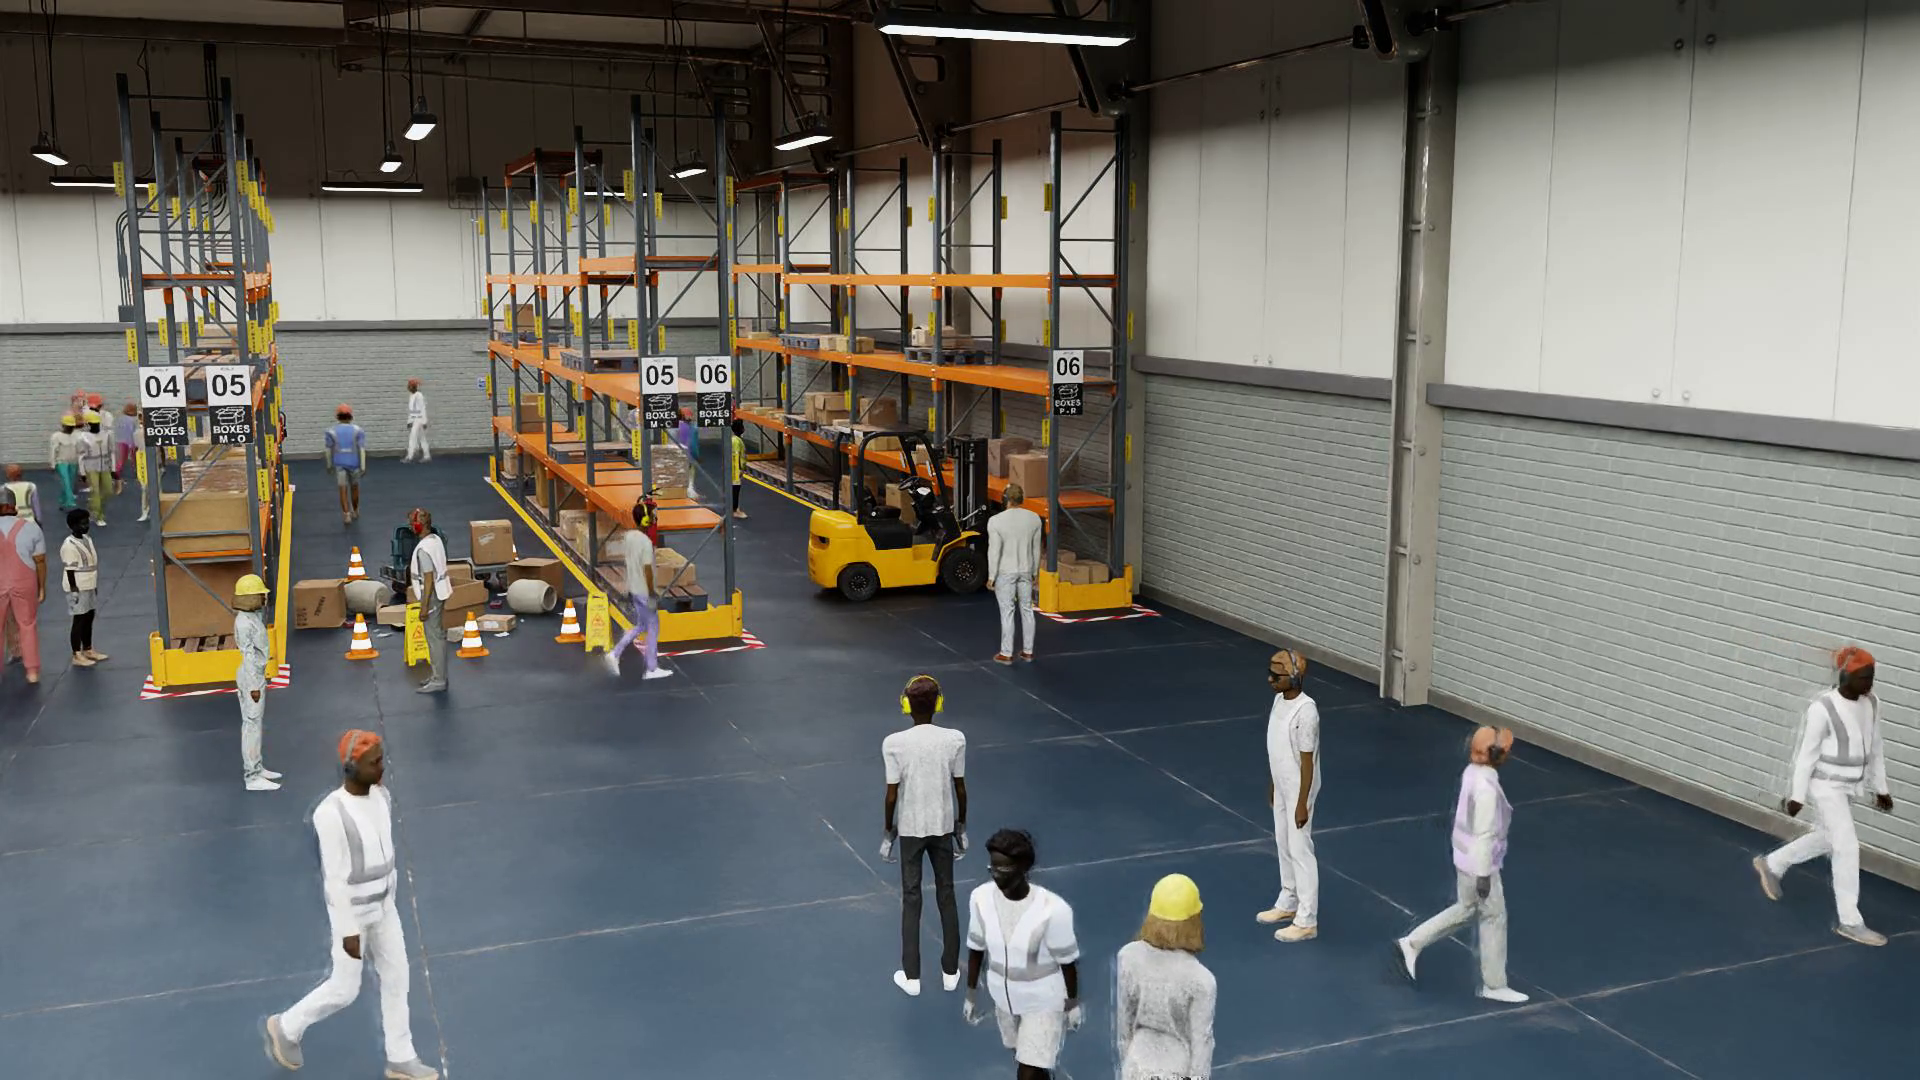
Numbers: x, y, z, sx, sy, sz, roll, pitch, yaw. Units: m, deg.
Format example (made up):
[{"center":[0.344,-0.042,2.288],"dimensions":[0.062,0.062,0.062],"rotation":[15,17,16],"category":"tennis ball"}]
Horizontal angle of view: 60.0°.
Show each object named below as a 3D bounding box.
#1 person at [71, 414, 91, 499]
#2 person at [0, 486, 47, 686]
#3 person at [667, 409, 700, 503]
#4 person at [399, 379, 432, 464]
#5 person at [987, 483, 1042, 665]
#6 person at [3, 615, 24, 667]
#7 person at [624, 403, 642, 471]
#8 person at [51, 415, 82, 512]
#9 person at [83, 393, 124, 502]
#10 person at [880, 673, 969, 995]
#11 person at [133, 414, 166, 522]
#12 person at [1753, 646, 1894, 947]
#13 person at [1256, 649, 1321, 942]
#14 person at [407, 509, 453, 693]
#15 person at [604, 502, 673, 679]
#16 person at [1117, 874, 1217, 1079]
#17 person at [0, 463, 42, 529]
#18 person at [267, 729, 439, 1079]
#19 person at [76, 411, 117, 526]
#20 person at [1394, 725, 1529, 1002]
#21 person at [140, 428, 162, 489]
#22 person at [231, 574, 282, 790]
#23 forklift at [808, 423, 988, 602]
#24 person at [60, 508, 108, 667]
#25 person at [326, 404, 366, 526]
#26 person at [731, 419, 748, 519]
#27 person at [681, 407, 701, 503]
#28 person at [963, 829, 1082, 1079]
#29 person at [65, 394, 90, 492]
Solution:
[{"center":[-16.185,-1.515,30.592],"dimensions":[0.507,1.593,0.825],"rotation":[-8,12,-43],"category":"person"},{"center":[-9.624,0.448,16.830],"dimensions":[0.685,2.000,0.535],"rotation":[-6,11,-33],"category":"person"},{"center":[-4.935,-1.420,29.333],"dimensions":[0.702,1.814,0.639],"rotation":[3,9,17],"category":"person"},{"center":[-12.049,-2.594,36.557],"dimensions":[0.875,1.848,0.619],"rotation":[-6,11,-35],"category":"person"},{"center":[0.569,0.360,17.702],"dimensions":[0.627,1.940,0.375],"rotation":[-4,10,-24],"category":"person"},{"center":[-10.066,0.553,17.261],"dimensions":[0.624,1.684,0.904],"rotation":[3,9,16],"category":"person"},{"center":[-6.444,-2.004,32.924],"dimensions":[0.404,1.827,0.602],"rotation":[-3,9,-18],"category":"person"},{"center":[-15.563,-1.323,29.008],"dimensions":[0.796,1.715,0.538],"rotation":[4,10,26],"category":"person"},{"center":[-15.728,-1.698,30.439],"dimensions":[0.626,2.014,0.630],"rotation":[2,9,13],"category":"person"},{"center":[-0.205,1.685,9.575],"dimensions":[0.520,1.874,0.327],"rotation":[-2,9,-12],"category":"person"},{"center":[-13.635,-1.241,27.992],"dimensions":[0.512,1.872,0.330],"rotation":[-1,9,-5],"category":"person"},{"center":[5.481,1.547,10.537],"dimensions":[0.574,1.854,0.903],"rotation":[-6,11,-32],"category":"person"},{"center":[2.067,1.575,10.391],"dimensions":[0.351,1.837,0.502],"rotation":[-2,9,-12],"category":"person"},{"center":[-5.247,0.601,16.504],"dimensions":[0.396,1.837,0.565],"rotation":[-1,9,-7],"category":"person"},{"center":[-3.279,0.529,16.918],"dimensions":[0.633,1.850,0.535],"rotation":[-7,12,-39],"category":"person"},{"center":[0.819,2.205,6.838],"dimensions":[0.499,1.704,0.882],"rotation":[7,11,37],"category":"person"},{"center":[-12.671,-0.229,22.406],"dimensions":[0.522,1.618,0.683],"rotation":[-4,10,-26],"category":"person"},{"center":[-3.121,1.869,8.470],"dimensions":[0.814,1.862,0.569],"rotation":[2,9,15],"category":"person"},{"center":[-14.242,-1.181,27.455],"dimensions":[0.463,1.914,0.607],"rotation":[7,11,36],"category":"person"},{"center":[2.888,1.829,9.485],"dimensions":[0.677,1.614,0.520],"rotation":[1,9,8],"category":"person"},{"center":[-14.975,-1.573,30.843],"dimensions":[0.314,1.633,0.519],"rotation":[3,9,15],"category":"person"},{"center":[-5.681,1.138,13.421],"dimensions":[0.294,1.744,0.486],"rotation":[-3,10,-19],"category":"person"},{"center":[-0.830,-0.399,21.676],"dimensions":[2.313,2.155,1.214],"rotation":[-4,10,-21],"category":"forklift"},{"center":[-9.301,0.503,17.601],"dimensions":[0.319,1.685,0.538],"rotation":[-1,9,-6],"category":"person"},{"center":[-10.228,-1.261,27.740],"dimensions":[0.628,1.989,1.040],"rotation":[-3,10,-19],"category":"person"},{"center":[-3.790,-1.213,28.360],"dimensions":[0.319,1.697,0.533],"rotation":[-2,9,-12],"category":"person"},{"center":[-4.944,-1.528,30.159],"dimensions":[0.327,1.752,0.563],"rotation":[9,13,44],"category":"person"},{"center":[0.245,2.111,7.547],"dimensions":[0.542,1.648,0.825],"rotation":[7,11,36],"category":"person"},{"center":[-16.840,-1.842,31.717],"dimensions":[0.650,1.889,0.659],"rotation":[-1,9,-9],"category":"person"}]
